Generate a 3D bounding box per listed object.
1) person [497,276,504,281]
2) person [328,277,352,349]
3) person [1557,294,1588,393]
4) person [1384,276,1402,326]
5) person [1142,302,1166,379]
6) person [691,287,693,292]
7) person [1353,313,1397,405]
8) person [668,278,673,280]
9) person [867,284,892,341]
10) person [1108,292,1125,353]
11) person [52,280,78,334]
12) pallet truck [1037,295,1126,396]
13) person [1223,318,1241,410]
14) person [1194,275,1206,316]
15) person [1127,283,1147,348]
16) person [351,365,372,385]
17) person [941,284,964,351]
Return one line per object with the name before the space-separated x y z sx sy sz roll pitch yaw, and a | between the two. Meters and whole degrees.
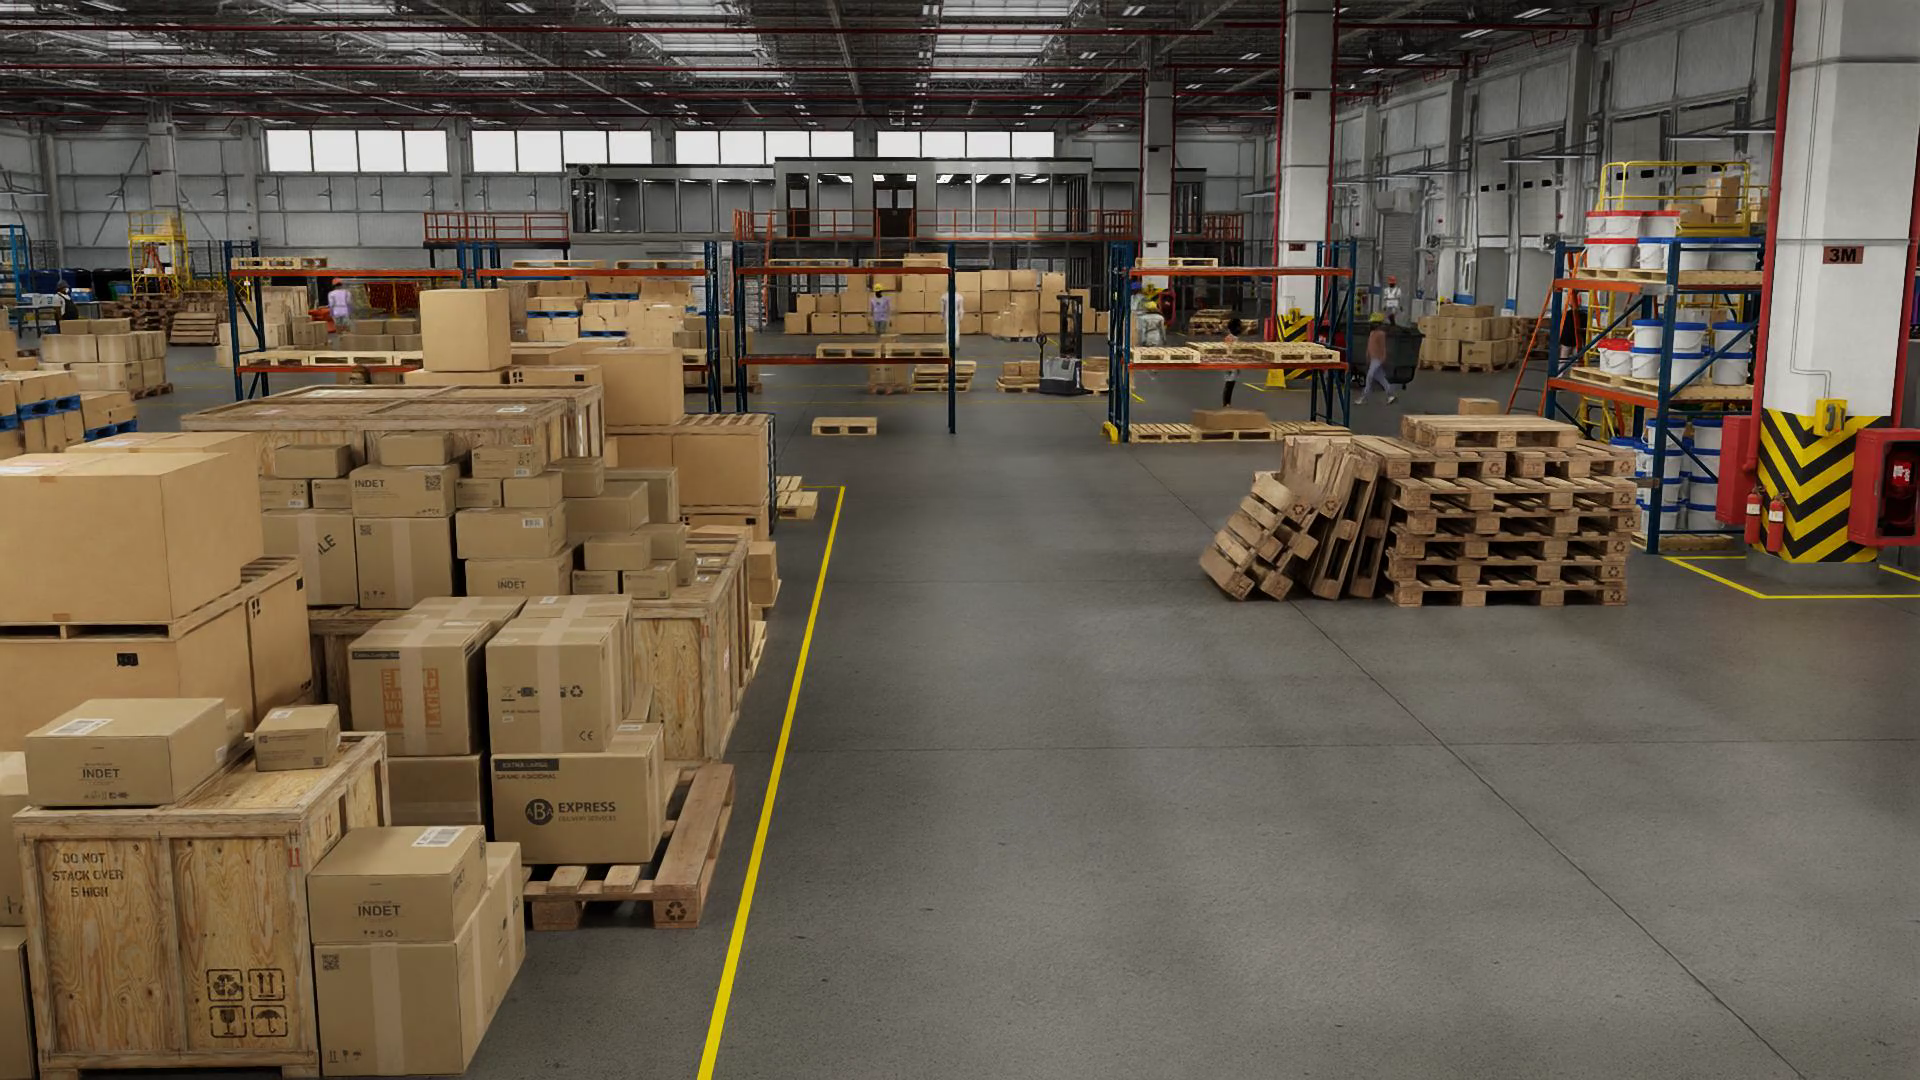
person | -18.305 -9.754 66.256 0.590 1.839 1.002 1 10 8
person | -17.524 -6.398 46.965 0.618 2.031 0.418 -8 13 -37
person | 12.302 -3.948 33.437 0.611 1.996 0.375 1 10 6
person | 14.361 -7.788 55.105 0.589 1.906 0.779 7 12 34
person | 4.317 -4.442 36.995 0.525 1.688 0.856 2 10 11
person | -7.727 -6.242 46.774 0.695 1.808 0.431 5 11 27
person | 7.780 -3.372 30.960 0.892 1.725 0.530 -2 10 -9
person | -9.780 -7.887 55.937 0.635 1.817 0.902 5 11 25
person | -2.192 -5.875 44.454 0.627 1.889 0.879 3 11 18
person | 3.472 -4.512 36.825 0.583 1.918 0.404 -8 13 -37
person | -23.303 -5.760 43.406 0.537 2.000 0.682 -1 10 -4
pallet truck | 2.483 -3.881 33.060 1.885 1.965 0.823 -7 13 -36
person | 4.808 -3.075 29.408 0.317 1.695 0.540 4 11 21
person | 9.087 -9.179 62.652 0.621 1.973 0.783 -9 14 -42
person | 4.729 -6.056 45.407 0.913 1.904 0.633 -10 14 -43
person | -6.081 -0.897 17.000 0.512 1.808 0.977 3 11 16
person | -0.202 -6.139 45.940 0.636 1.893 0.991 1 10 4
